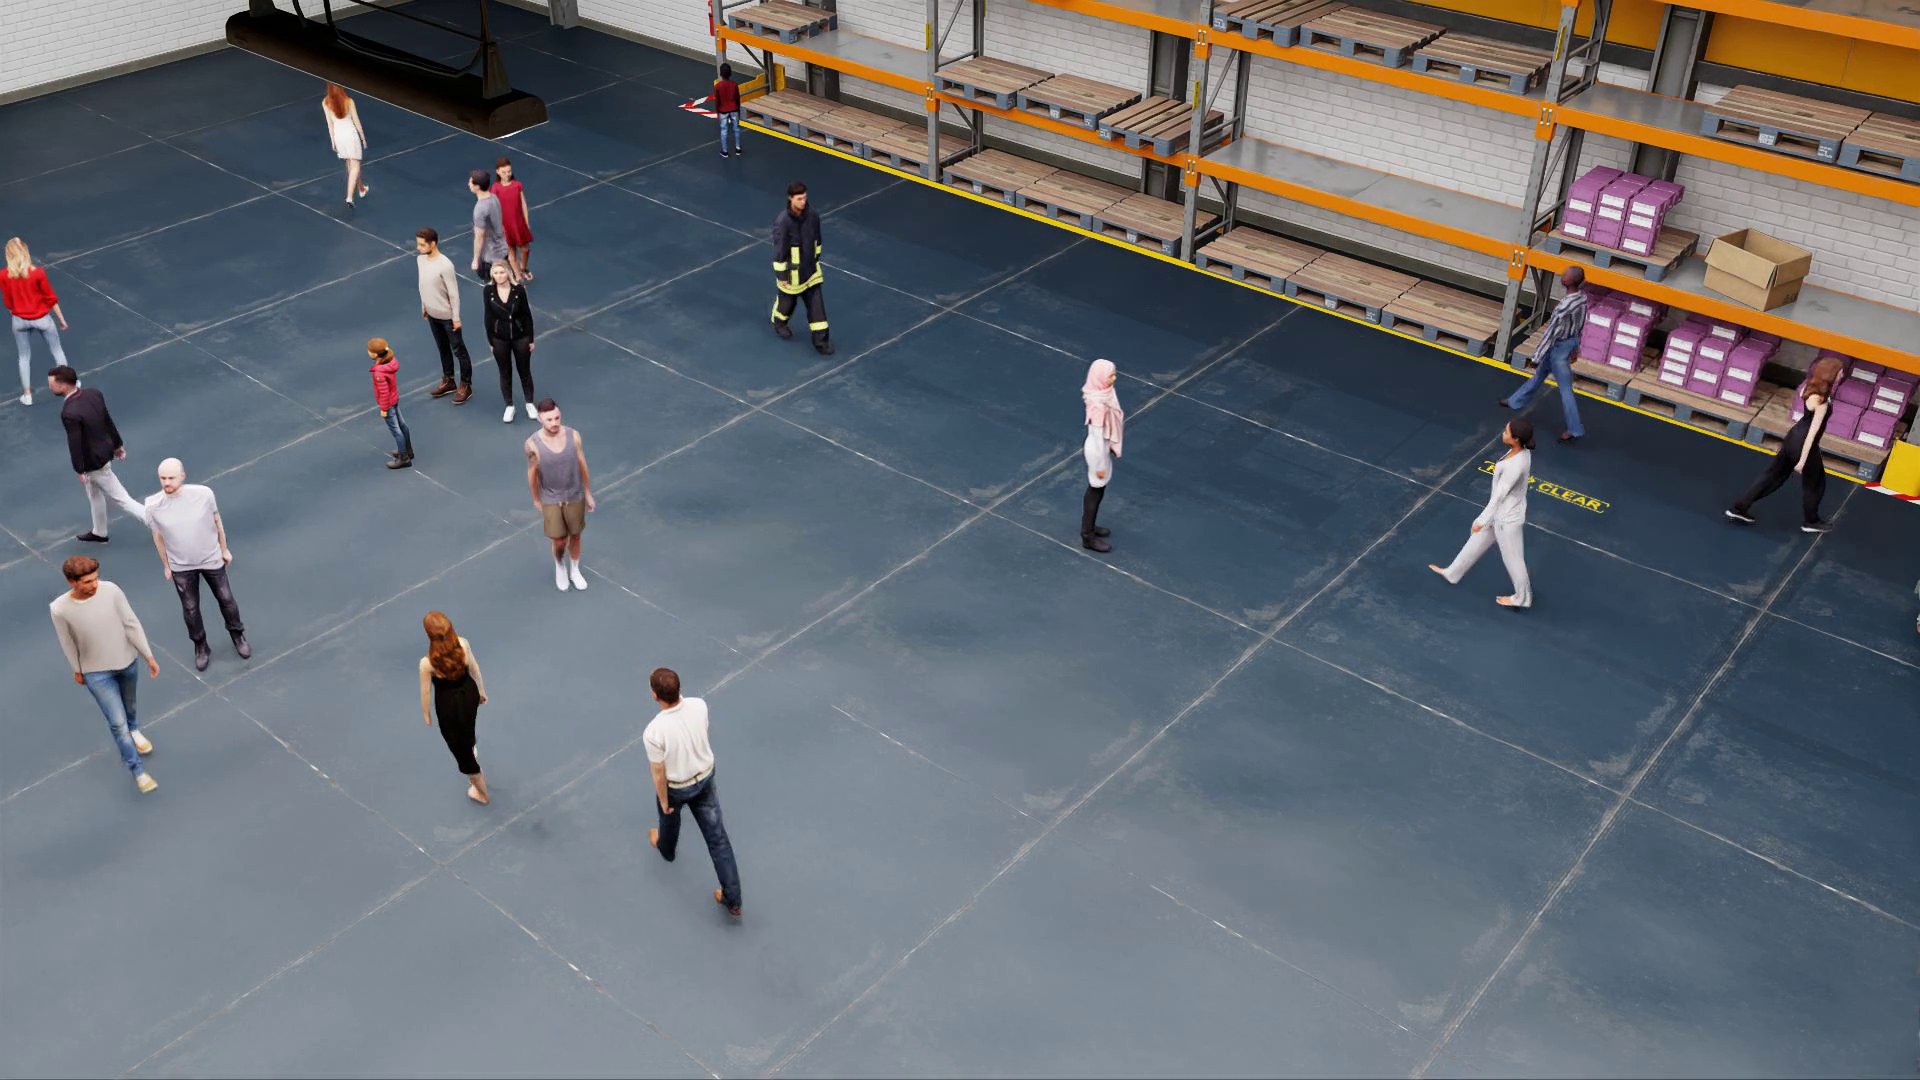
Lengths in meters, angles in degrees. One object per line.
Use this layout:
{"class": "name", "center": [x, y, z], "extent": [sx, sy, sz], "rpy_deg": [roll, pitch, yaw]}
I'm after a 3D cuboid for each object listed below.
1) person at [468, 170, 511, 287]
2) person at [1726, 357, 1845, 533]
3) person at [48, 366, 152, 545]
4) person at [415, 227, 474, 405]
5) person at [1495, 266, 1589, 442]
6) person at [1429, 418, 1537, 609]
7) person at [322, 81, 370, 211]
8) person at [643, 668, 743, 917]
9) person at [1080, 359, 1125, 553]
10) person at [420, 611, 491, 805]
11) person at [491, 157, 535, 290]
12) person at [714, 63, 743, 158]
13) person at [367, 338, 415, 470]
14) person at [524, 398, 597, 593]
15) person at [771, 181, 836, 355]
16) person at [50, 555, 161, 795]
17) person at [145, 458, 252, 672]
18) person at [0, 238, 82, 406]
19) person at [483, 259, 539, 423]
{"class": "person", "center": [-4.894, -3.065, 17.815], "extent": [0.883, 1.861, 0.834], "rpy_deg": [3, 34, 5]}
{"class": "person", "center": [7.275, -0.823, 14.590], "extent": [1.210, 1.696, 0.997], "rpy_deg": [5, 34, 7]}
{"class": "person", "center": [-7.286, -0.657, 14.247], "extent": [1.319, 1.800, 1.155], "rpy_deg": [3, 34, 4]}
{"class": "person", "center": [-5.165, -2.271, 16.620], "extent": [0.560, 1.862, 0.748], "rpy_deg": [18, 38, 25]}
{"class": "person", "center": [5.832, -1.727, 15.915], "extent": [1.193, 1.737, 0.651], "rpy_deg": [26, 41, 33]}
{"class": "person", "center": [4.559, -0.175, 13.620], "extent": [1.191, 1.692, 0.893], "rpy_deg": [12, 36, 18]}
{"class": "person", "center": [-7.708, -4.971, 20.847], "extent": [1.100, 1.679, 1.094], "rpy_deg": [0, 34, 1]}
{"class": "person", "center": [-1.698, 1.657, 10.775], "extent": [0.860, 1.791, 1.334], "rpy_deg": [-24, 40, -31]}
{"class": "person", "center": [1.199, -0.748, 14.381], "extent": [0.774, 1.803, 0.739], "rpy_deg": [2, 34, 3]}
{"class": "person", "center": [-3.459, 1.203, 11.619], "extent": [0.711, 1.611, 0.595], "rpy_deg": [24, 40, 31]}
{"class": "person", "center": [-5.128, -3.652, 18.982], "extent": [0.677, 1.546, 0.756], "rpy_deg": [-14, 36, -21]}
{"class": "person", "center": [-3.136, -5.824, 22.514], "extent": [0.570, 1.254, 0.595], "rpy_deg": [-13, 36, -19]}
{"class": "person", "center": [-5.359, -1.305, 15.657], "extent": [0.653, 1.318, 0.598], "rpy_deg": [-1, 34, -2]}
{"class": "person", "center": [-3.340, -0.413, 13.916], "extent": [0.717, 1.828, 0.737], "rpy_deg": [-16, 37, -23]}
{"class": "person", "center": [-1.771, -2.911, 17.570], "extent": [0.979, 1.876, 1.301], "rpy_deg": [-23, 40, -30]}
{"class": "person", "center": [-6.128, 0.856, 11.930], "extent": [1.134, 1.846, 0.672], "rpy_deg": [28, 43, 35]}
{"class": "person", "center": [-5.967, 0.150, 13.006], "extent": [0.738, 1.831, 0.727], "rpy_deg": [-15, 36, -21]}
{"class": "person", "center": [-9.260, -2.194, 16.661], "extent": [0.919, 1.688, 0.926], "rpy_deg": [-10, 35, -15]}
{"class": "person", "center": [-4.407, -1.977, 16.336], "extent": [0.691, 1.685, 0.731], "rpy_deg": [-6, 34, -9]}
